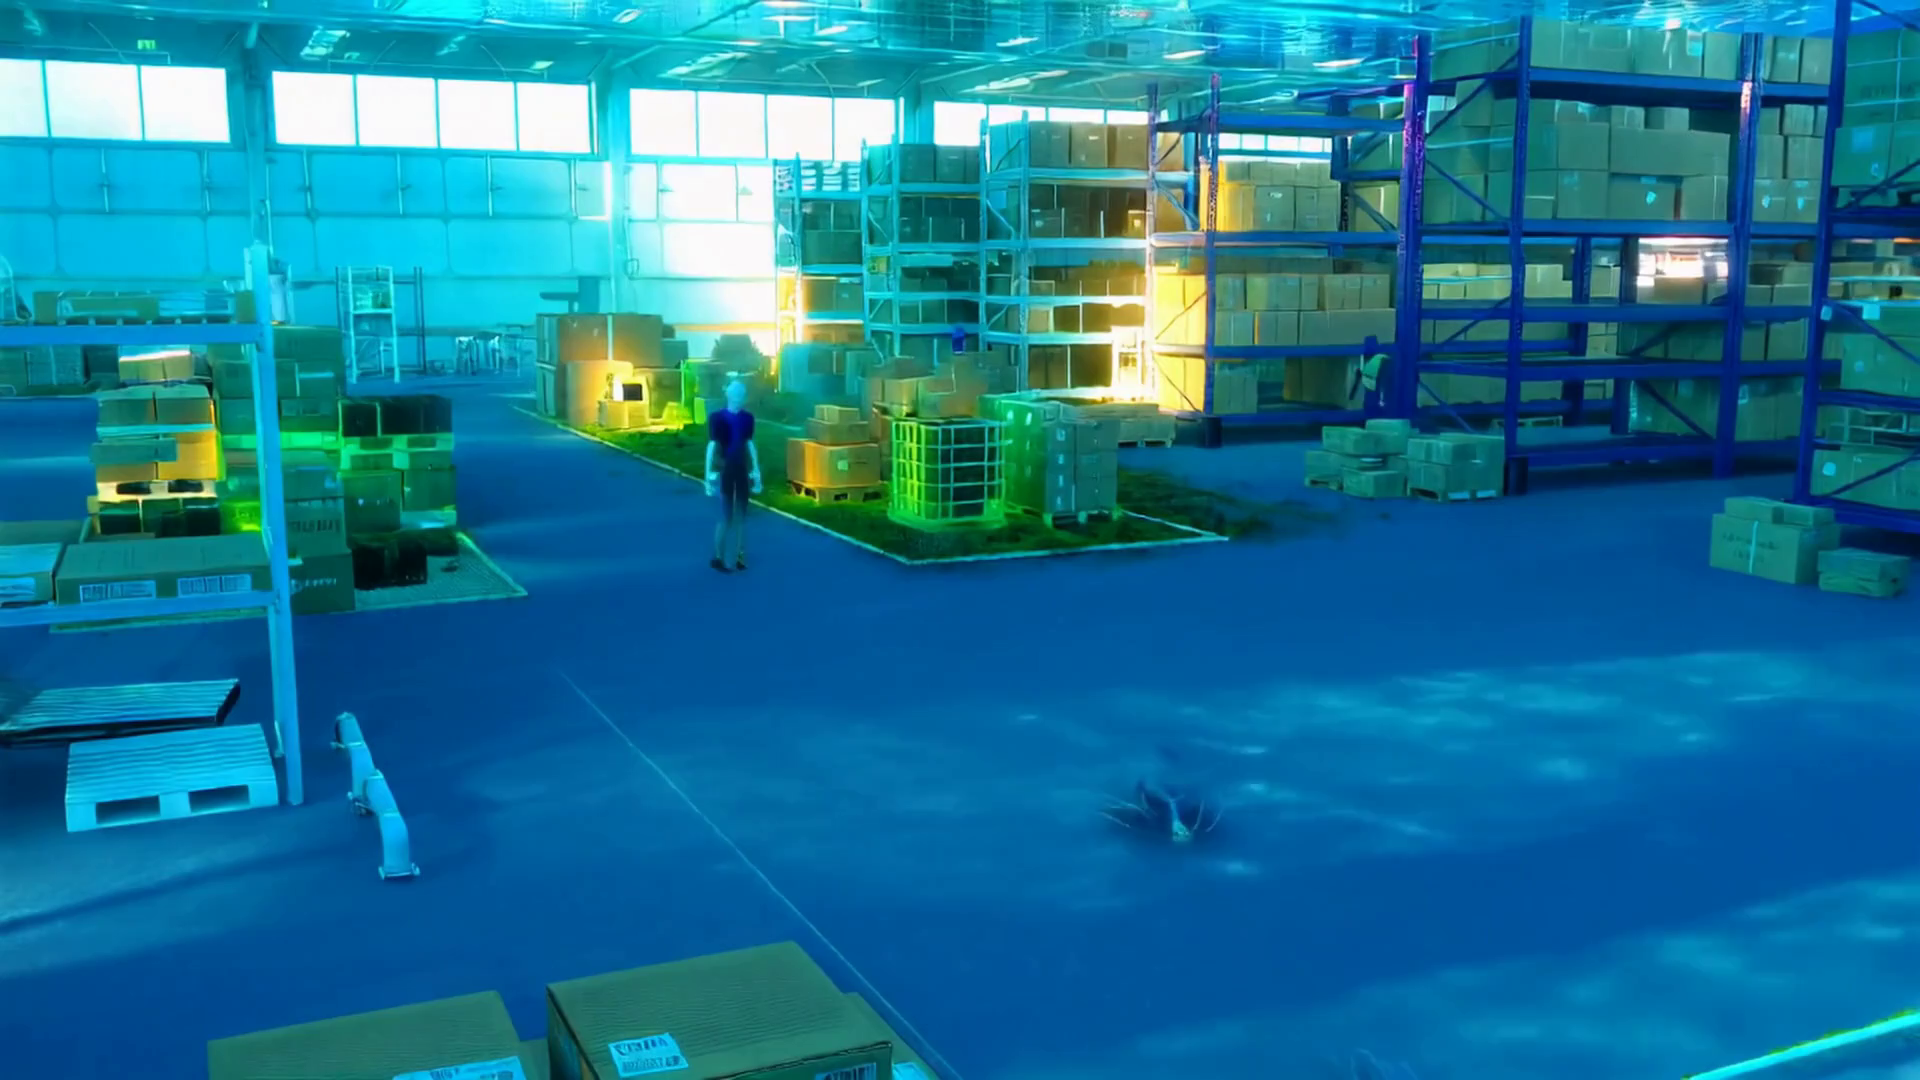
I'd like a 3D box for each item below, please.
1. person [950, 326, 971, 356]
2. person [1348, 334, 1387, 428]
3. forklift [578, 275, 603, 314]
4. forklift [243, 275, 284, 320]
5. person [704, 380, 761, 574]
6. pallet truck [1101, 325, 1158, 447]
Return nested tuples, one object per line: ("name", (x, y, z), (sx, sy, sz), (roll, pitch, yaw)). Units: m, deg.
("person", (0.009, -4.163, 38.753), (0.519, 1.640, 0.307), (4, 10, 25))
("person", (6.788, -2.472, 27.587), (1.022, 1.862, 0.611), (-3, 10, -19))
("forklift", (-8.383, -4.637, 37.859), (1.873, 2.768, 1.129), (-4, 10, -25))
("forklift", (-16.900, -5.063, 40.496), (1.873, 2.768, 1.129), (4, 10, 24))
("person", (-2.194, -0.609, 16.058), (0.556, 1.850, 0.453), (-7, 11, -37))
("pallet truck", (2.881, -2.596, 27.923), (0.823, 1.965, 1.885), (-1, 9, -7))
